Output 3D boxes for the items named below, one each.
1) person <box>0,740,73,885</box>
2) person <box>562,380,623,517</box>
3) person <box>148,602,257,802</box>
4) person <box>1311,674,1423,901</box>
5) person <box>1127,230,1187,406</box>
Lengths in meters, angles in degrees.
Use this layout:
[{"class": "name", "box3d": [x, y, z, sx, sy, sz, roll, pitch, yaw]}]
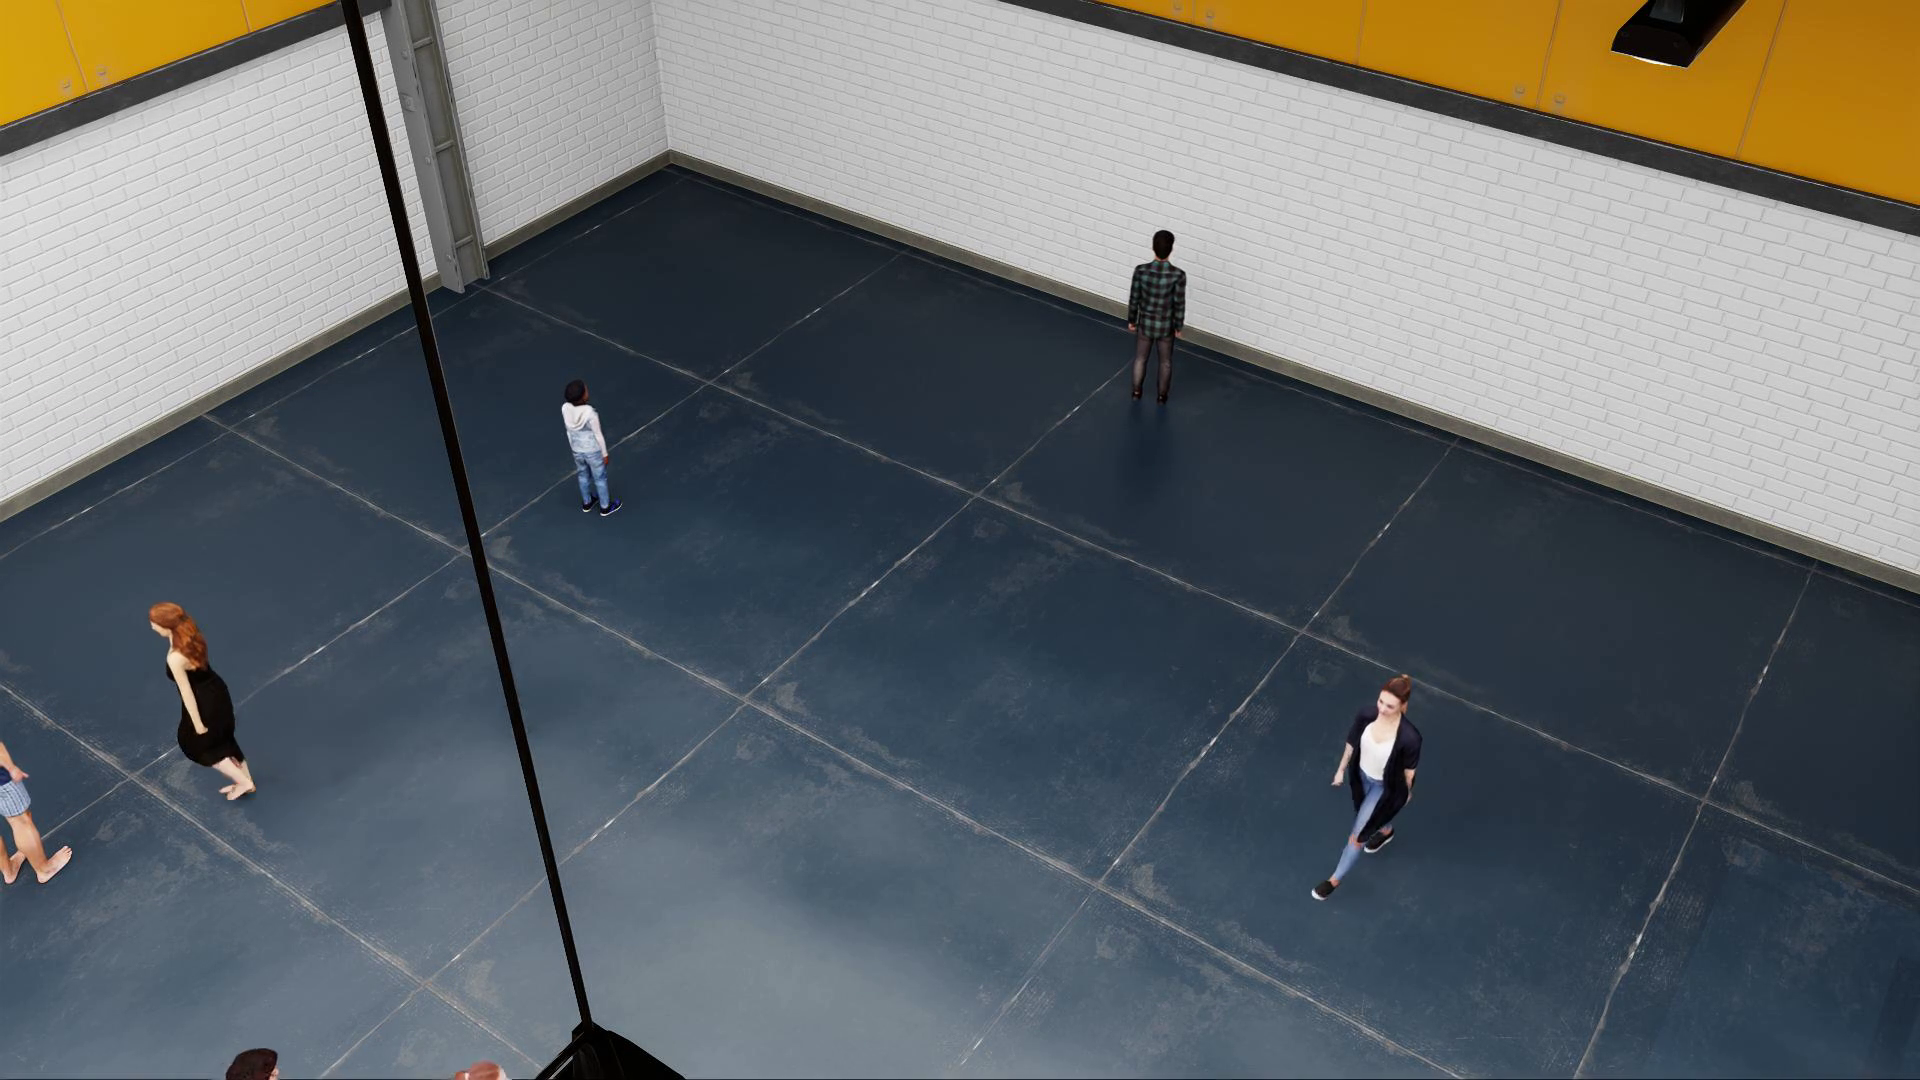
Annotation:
[{"class": "person", "box3d": [-6.034, 1.432, 10.231, 0.710, 1.855, 0.732, 2, 39, 2]}, {"class": "person", "box3d": [-3.013, -0.751, 13.440, 0.518, 1.261, 0.538, 15, 41, 18]}, {"class": "person", "box3d": [-4.847, 1.068, 10.887, 0.789, 1.605, 0.715, -3, 39, -4]}, {"class": "person", "box3d": [2.665, 1.459, 10.377, 1.187, 1.631, 0.846, -27, 46, -30]}, {"class": "person", "box3d": [1.723, -1.941, 14.662, 0.734, 1.714, 0.648, 10, 40, 13]}]
